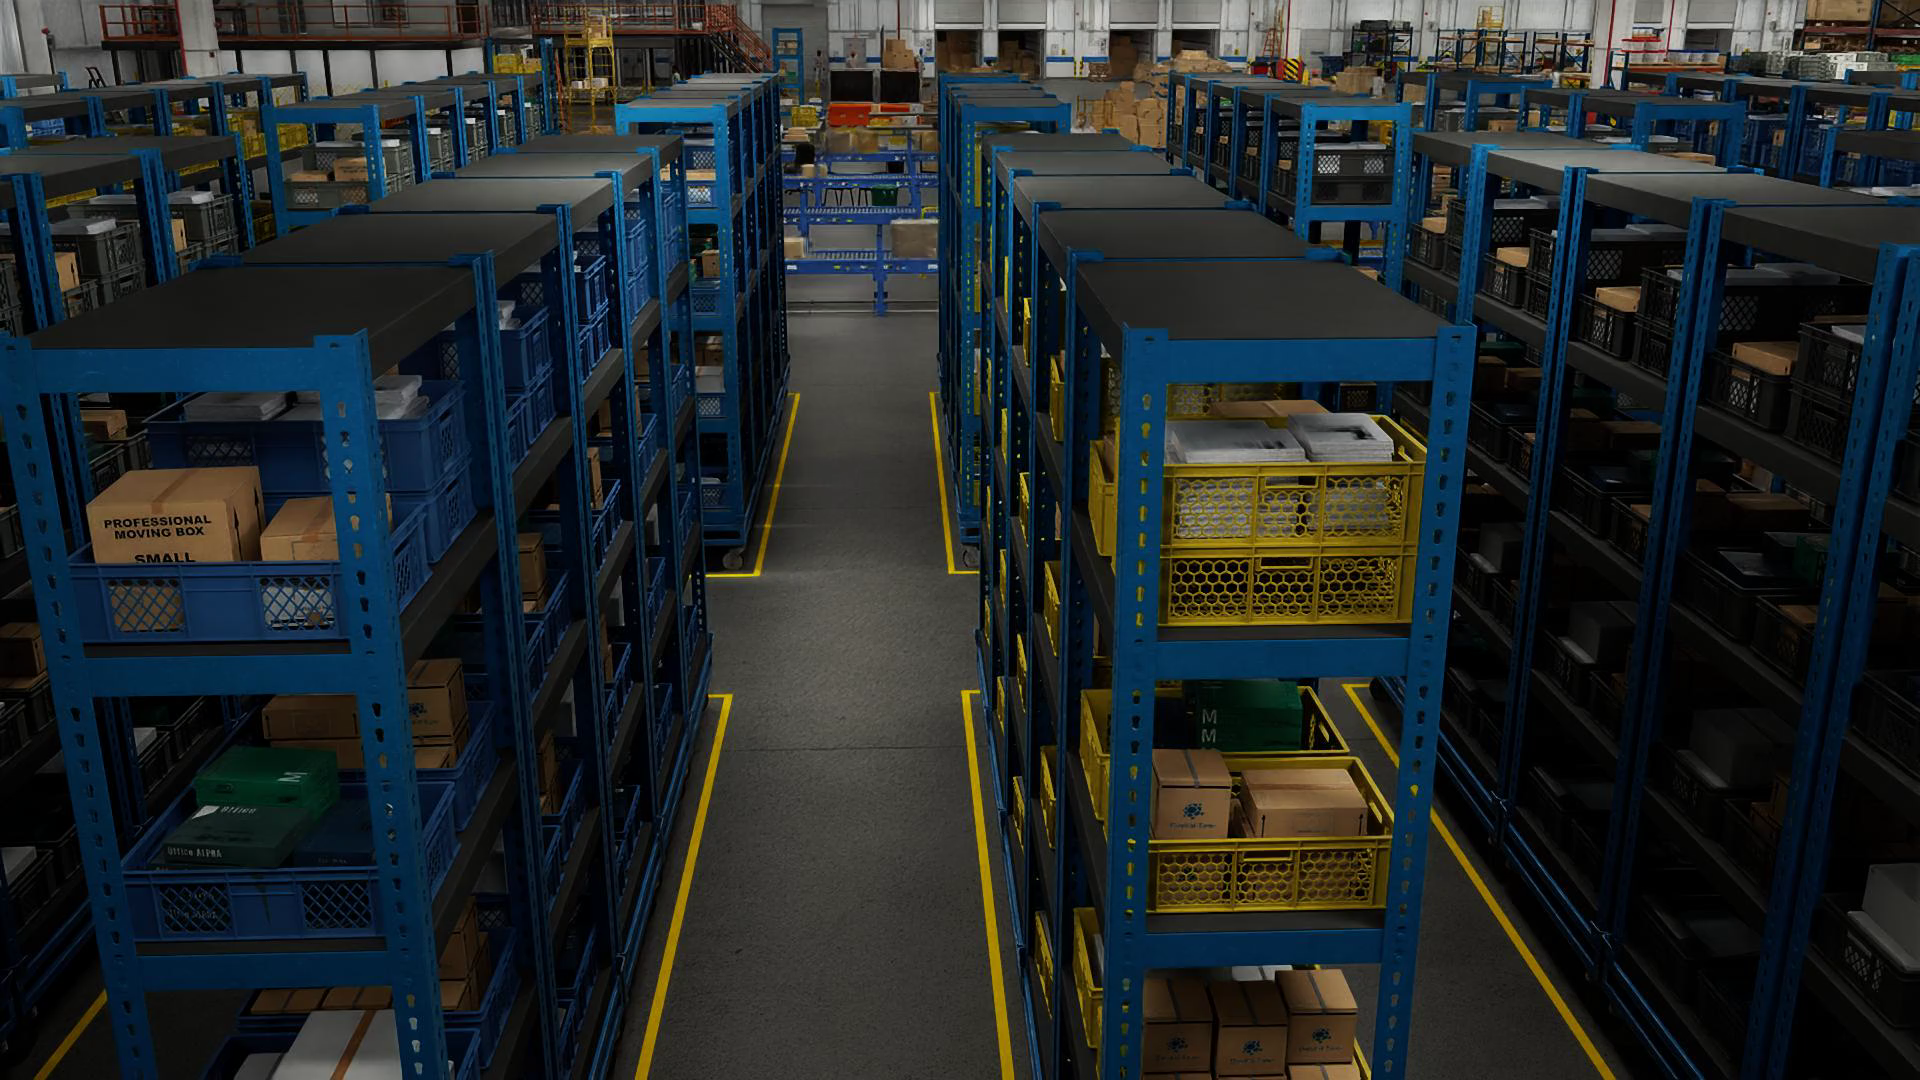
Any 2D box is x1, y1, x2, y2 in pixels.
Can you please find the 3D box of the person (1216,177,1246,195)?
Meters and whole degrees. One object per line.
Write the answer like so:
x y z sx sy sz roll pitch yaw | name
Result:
6.177 -8.786 38.206 0.927 1.792 0.611 10 21 29 | person

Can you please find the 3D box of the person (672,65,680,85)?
-11.320 -17.983 66.453 0.377 1.917 0.599 0 18 -1 | person

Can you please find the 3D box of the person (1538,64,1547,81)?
24.147 -18.824 69.157 0.527 1.860 0.331 -12 22 -34 | person

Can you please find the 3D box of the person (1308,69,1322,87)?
13.317 -16.714 62.520 0.569 1.920 0.530 5 19 14 | person

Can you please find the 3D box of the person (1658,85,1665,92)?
24.301 -14.993 57.713 0.849 1.593 0.538 14 23 37 | person

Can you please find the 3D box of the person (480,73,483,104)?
-17.334 -15.998 60.426 0.513 1.845 0.336 -15 23 -39 | person

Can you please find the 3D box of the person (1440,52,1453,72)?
24.657 -23.771 84.373 0.637 1.920 0.390 3 18 9 | person

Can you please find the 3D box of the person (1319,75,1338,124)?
13.602 -16.245 61.354 0.739 1.741 0.532 2 18 7 | person

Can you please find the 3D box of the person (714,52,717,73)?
-12.769 -24.482 86.700 0.972 1.828 0.603 -2 18 -5 | person

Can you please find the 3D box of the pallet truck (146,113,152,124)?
-18.087 -8.309 36.390 1.885 1.965 0.823 -1 18 -4 | pallet truck

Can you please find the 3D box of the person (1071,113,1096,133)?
2.783 -8.829 38.160 0.683 1.891 0.431 3 18 8 | person

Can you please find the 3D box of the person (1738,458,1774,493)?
6.090 -0.652 12.703 0.386 1.992 0.609 12 22 33 | person

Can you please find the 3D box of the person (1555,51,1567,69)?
32.552 -25.614 90.074 0.601 1.905 0.504 17 25 42 | person

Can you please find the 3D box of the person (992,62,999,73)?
1.557 -20.751 75.297 0.483 1.745 0.302 17 24 42 | person

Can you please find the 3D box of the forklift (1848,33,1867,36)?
46.106 -24.701 85.701 1.129 2.768 1.873 -1 18 -2 | forklift

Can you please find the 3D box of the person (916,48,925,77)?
-2.138 -25.636 90.102 0.397 1.939 0.602 15 23 39 | person

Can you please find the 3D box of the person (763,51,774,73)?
-9.863 -24.215 85.704 0.543 1.940 0.361 3 18 9 | person

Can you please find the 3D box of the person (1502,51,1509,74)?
27.835 -24.046 85.202 0.535 1.927 0.631 16 24 41 | person

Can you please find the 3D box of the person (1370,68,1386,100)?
15.849 -16.892 63.030 0.422 1.952 0.626 -10 21 -29 | person

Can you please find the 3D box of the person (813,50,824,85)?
-7.660 -25.705 90.475 0.634 1.839 0.429 -11 21 -31 | person

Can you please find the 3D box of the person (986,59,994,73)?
1.249 -20.560 74.504 0.739 1.877 0.681 1 18 2 | person

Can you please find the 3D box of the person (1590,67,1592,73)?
30.308 -22.210 79.338 0.535 2.000 0.674 10 21 29 | person

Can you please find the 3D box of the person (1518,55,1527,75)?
29.796 -24.789 87.903 0.794 1.660 0.543 -13 22 -34 | person

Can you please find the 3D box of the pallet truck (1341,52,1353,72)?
18.794 -23.123 82.231 0.823 1.965 1.885 -13 22 -35 | pallet truck

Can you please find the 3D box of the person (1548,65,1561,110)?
24.619 -18.741 68.935 0.594 1.838 0.999 -13 22 -34 | person

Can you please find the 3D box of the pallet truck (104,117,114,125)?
-18.367 -7.885 35.078 1.885 1.965 0.823 1 18 2 | pallet truck

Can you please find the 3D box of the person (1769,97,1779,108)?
22.385 -11.350 45.957 0.555 1.909 0.889 0 18 -1 | person

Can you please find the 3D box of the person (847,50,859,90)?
-5.477 -24.046 85.110 0.651 1.979 0.425 0 18 -2 | person
